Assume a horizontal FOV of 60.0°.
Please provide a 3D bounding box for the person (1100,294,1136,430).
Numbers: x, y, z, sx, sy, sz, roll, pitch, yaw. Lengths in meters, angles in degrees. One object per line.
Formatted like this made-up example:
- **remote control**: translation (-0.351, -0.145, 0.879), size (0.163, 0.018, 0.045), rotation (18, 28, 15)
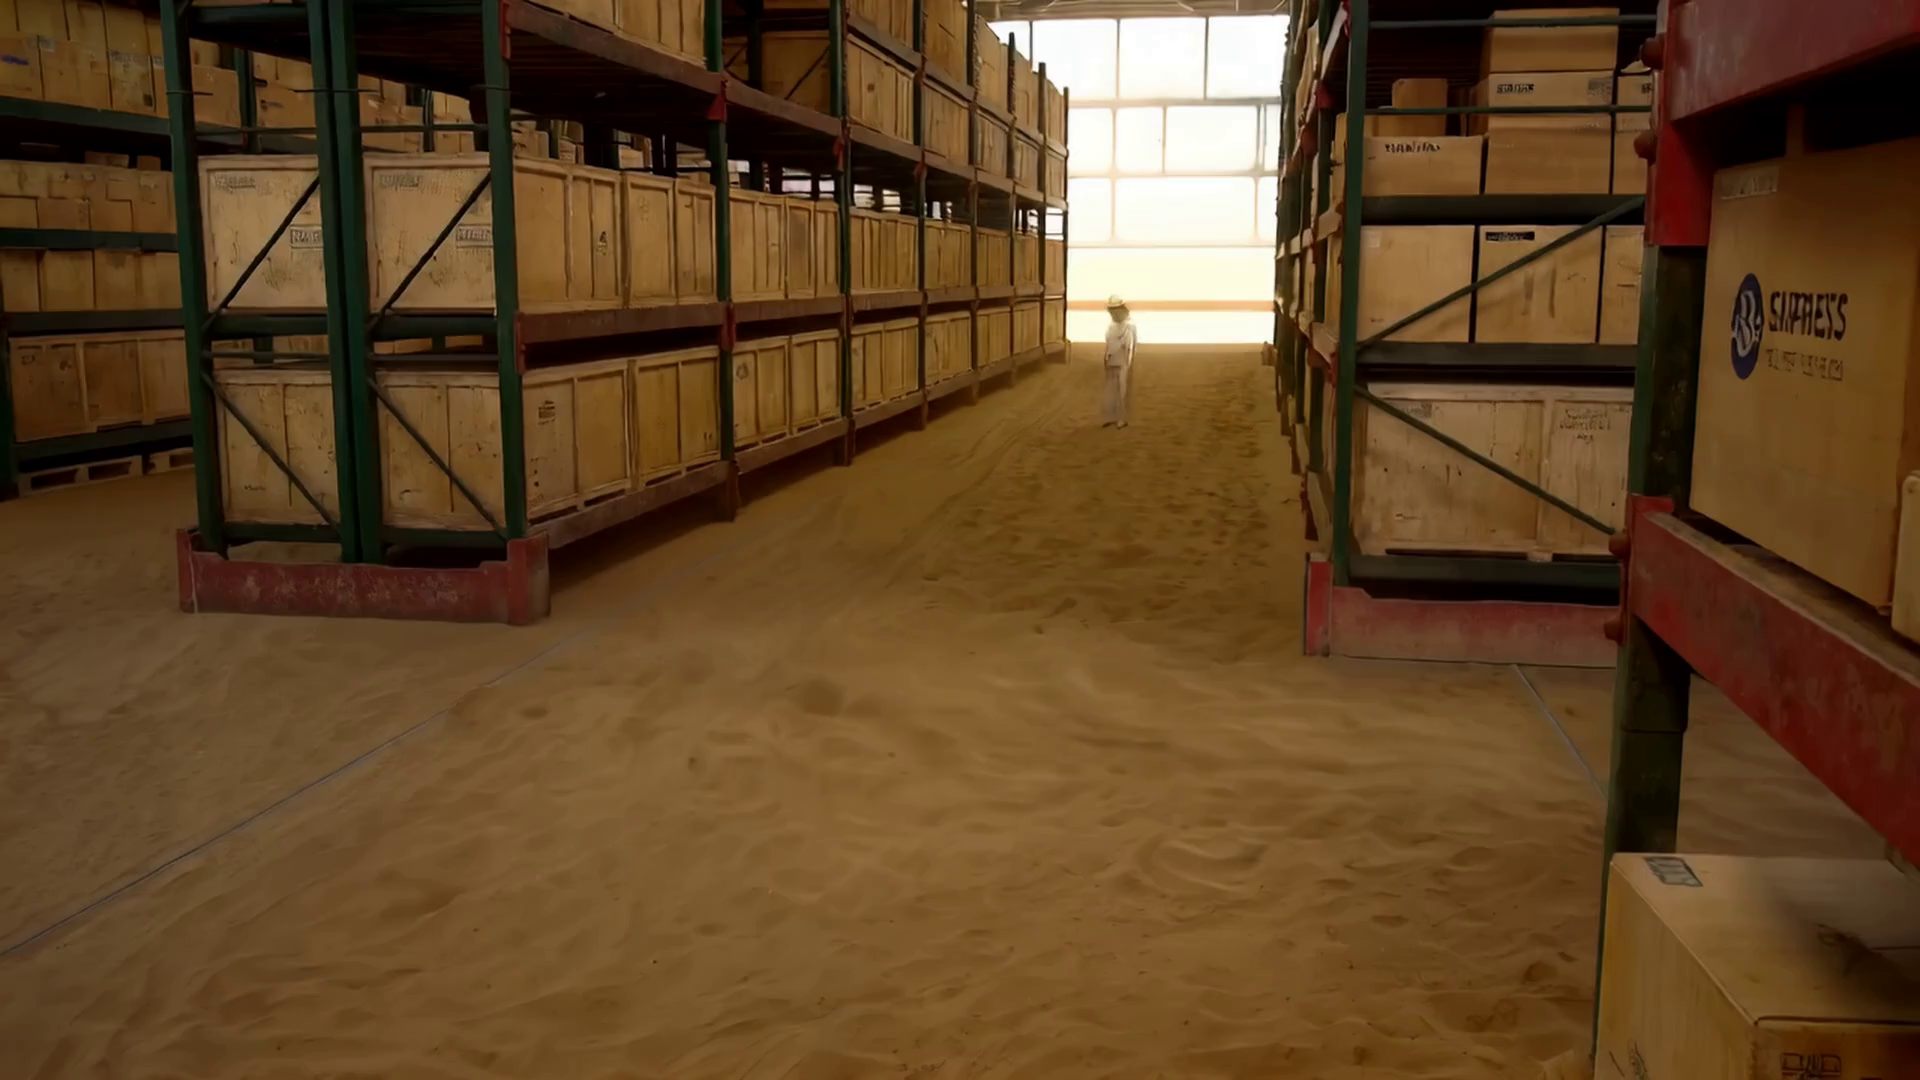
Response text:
- **person**: translation (2.026, -2.274, 21.322), size (0.324, 1.740, 0.492), rotation (-8, 12, -39)
